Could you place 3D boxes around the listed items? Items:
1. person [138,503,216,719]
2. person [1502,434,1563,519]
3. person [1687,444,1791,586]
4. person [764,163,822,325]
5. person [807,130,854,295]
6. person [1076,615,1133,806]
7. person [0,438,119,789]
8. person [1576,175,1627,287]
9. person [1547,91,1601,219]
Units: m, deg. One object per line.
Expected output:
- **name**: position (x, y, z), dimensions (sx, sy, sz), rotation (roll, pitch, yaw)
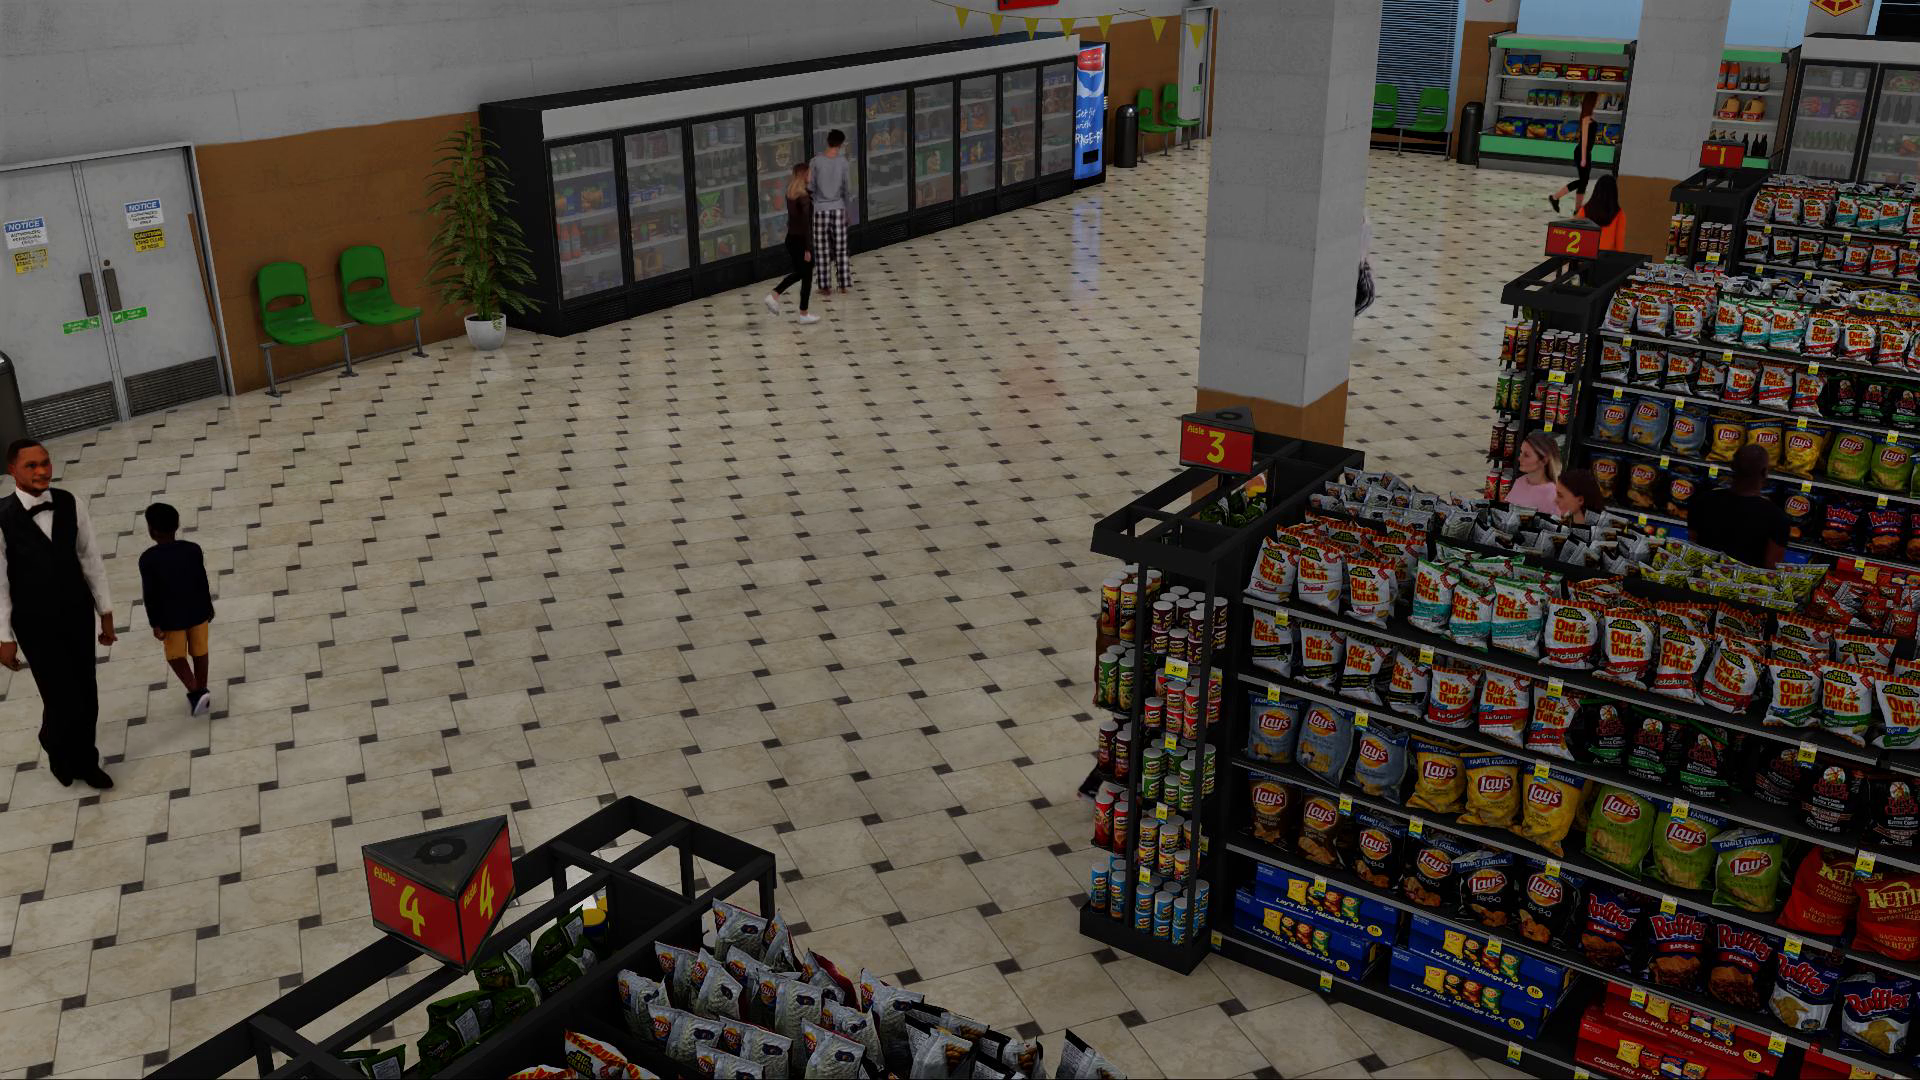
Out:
- **person**: position (-4.330, 0.414, 9.297), dimensions (0.584, 1.259, 0.713), rotation (-20, 29, -40)
- **person**: position (3.225, 0.225, 9.255), dimensions (1.146, 1.642, 1.002), rotation (-1, 22, -3)
- **person**: position (3.968, 0.379, 8.644), dimensions (0.781, 1.811, 0.598), rotation (-16, 27, -34)
- **person**: position (-1.759, -3.075, 17.409), dimensions (0.875, 1.685, 0.877), rotation (-12, 25, -27)
- **person**: position (-1.477, -3.684, 18.729), dimensions (0.767, 1.831, 0.825), rotation (-9, 24, -22)
- **person**: position (0.801, 0.775, 8.435), dimensions (0.867, 1.232, 0.681), rotation (20, 29, 41)
- **person**: position (-4.681, 0.381, 8.514), dimensions (0.709, 1.905, 0.721), rotation (17, 27, 35)
- **person**: position (6.283, -2.699, 16.455), dimensions (0.986, 1.700, 0.685), rotation (15, 26, 32)
- **person**: position (8.479, -5.280, 22.861), dimensions (0.887, 1.712, 0.646), rotation (10, 24, 24)
